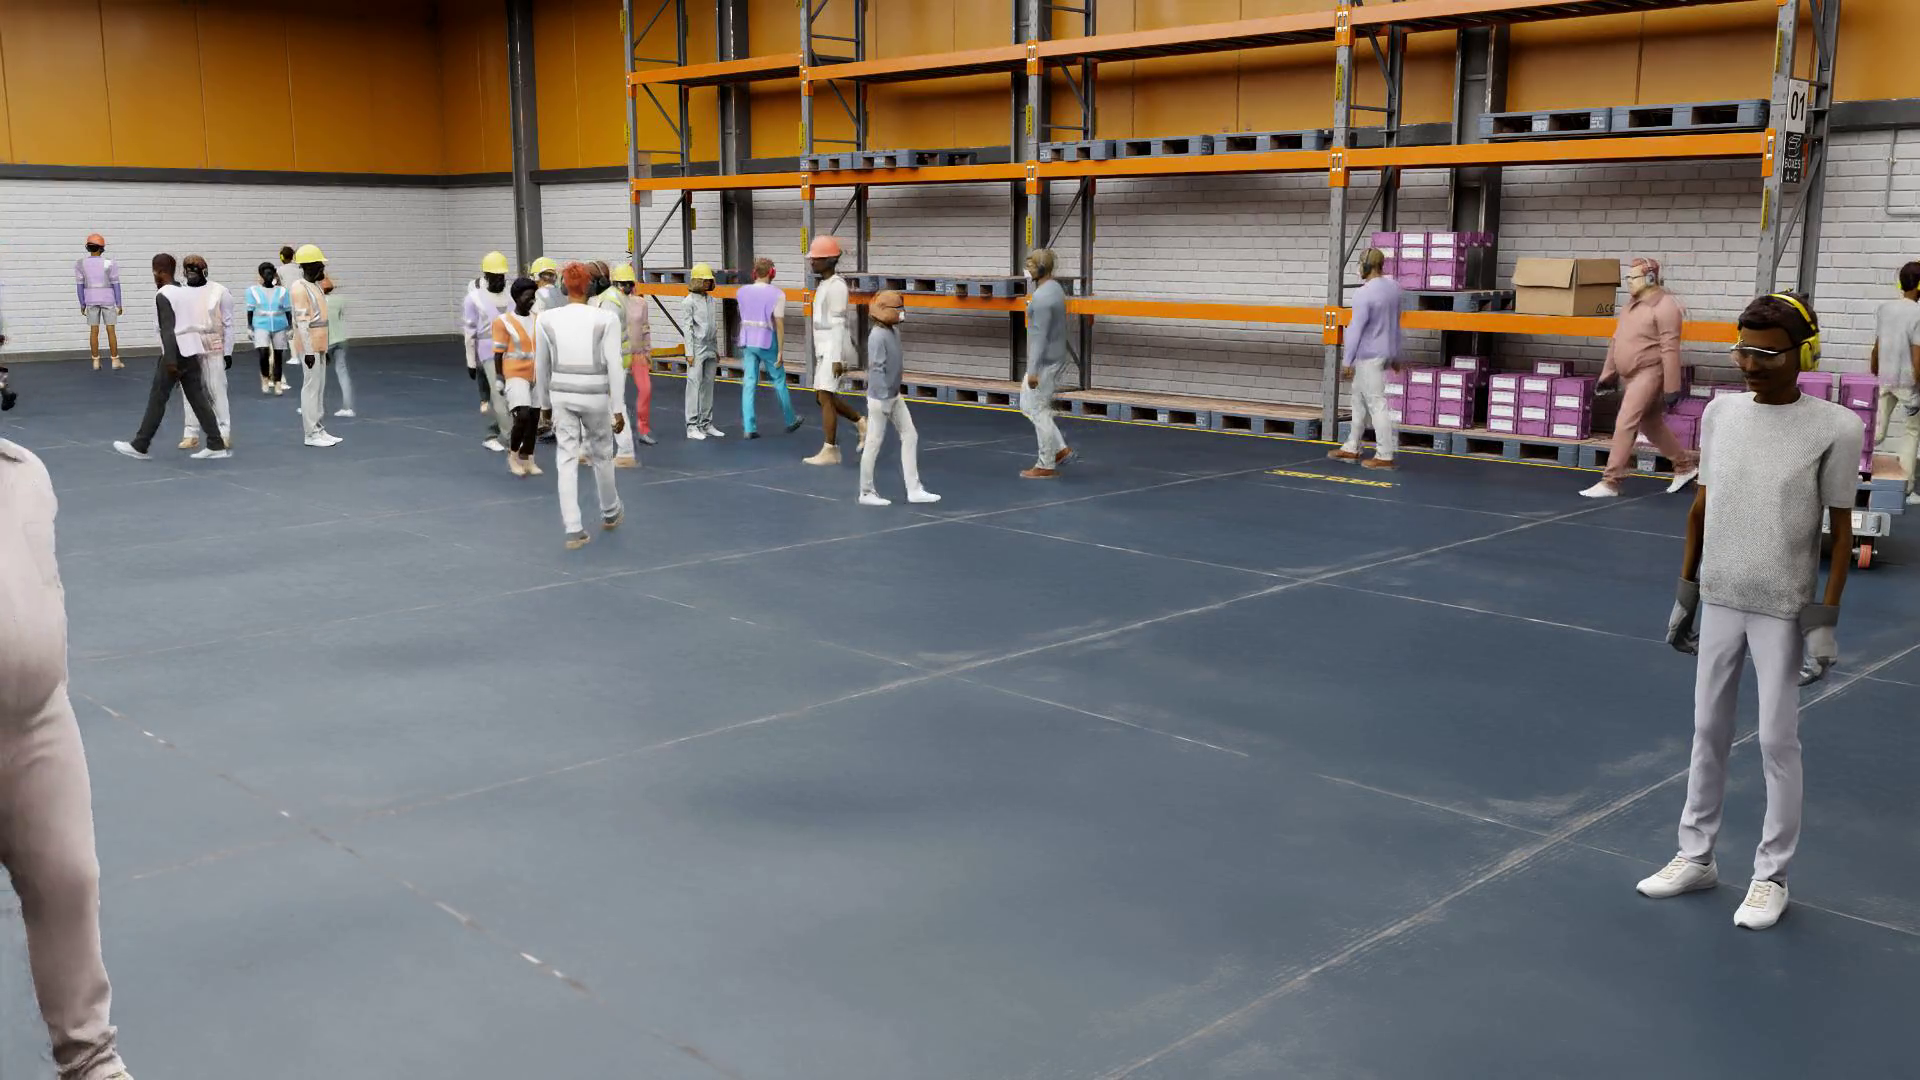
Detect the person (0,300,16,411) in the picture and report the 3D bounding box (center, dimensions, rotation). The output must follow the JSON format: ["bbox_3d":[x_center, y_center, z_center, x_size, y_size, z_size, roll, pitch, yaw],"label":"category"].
[{"bbox_3d":[-10.990,-2.346,18.648,0.526,1.920,0.568,3,11,14],"label":"person"}]

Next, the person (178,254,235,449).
[{"bbox_3d":[-7.211,-1.780,15.793,0.627,1.844,0.429,-1,10,-6],"label":"person"}]

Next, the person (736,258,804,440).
[{"bbox_3d":[-1.935,-1.928,16.746,0.561,1.790,0.956,4,11,19],"label":"person"}]

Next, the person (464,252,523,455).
[{"bbox_3d":[-4.220,-1.701,15.316,0.591,1.859,1.035,-9,14,-42],"label":"person"}]

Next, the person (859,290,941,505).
[{"bbox_3d":[-0.448,-1.042,12.383,0.713,1.606,0.533,3,11,18],"label":"person"}]

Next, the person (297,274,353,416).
[{"bbox_3d":[-7.144,-2.180,18.623,0.762,1.600,0.496,4,11,23],"label":"person"}]

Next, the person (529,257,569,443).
[{"bbox_3d":[-4.046,-1.836,16.197,0.487,1.803,0.611,3,11,17],"label":"person"}]

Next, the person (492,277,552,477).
[{"bbox_3d":[-3.626,-1.352,13.920,0.406,1.676,0.535,9,14,40],"label":"person"}]

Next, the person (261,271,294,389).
[{"bbox_3d":[-9.137,-2.818,22.106,0.757,1.604,0.500,7,12,33],"label":"person"}]

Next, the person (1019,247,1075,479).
[{"bbox_3d":[0.667,-1.452,13.787,0.436,1.920,0.647,2,11,11],"label":"person"}]

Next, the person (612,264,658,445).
[{"bbox_3d":[-3.165,-1.765,15.950,0.563,1.738,0.674,-7,13,-35],"label":"person"}]

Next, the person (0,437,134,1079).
[{"bbox_3d":[-2.260,0.416,3.704,0.854,1.880,0.648,4,11,19],"label":"person"}]

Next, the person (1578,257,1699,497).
[{"bbox_3d":[5.338,-1.250,12.863,0.975,1.867,0.637,-1,10,-4],"label":"person"}]

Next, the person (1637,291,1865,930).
[{"bbox_3d":[2.335,0.207,4.899,0.326,1.865,0.518,-7,13,-35],"label":"person"}]

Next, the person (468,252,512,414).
[{"bbox_3d":[-5.235,-2.287,18.582,0.541,1.830,0.398,-2,11,-11],"label":"person"}]

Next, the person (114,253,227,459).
[{"bbox_3d":[-7.168,-1.650,15.060,0.979,1.851,0.622,0,10,-1],"label":"person"}]

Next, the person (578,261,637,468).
[{"bbox_3d":[-3.160,-1.497,14.366,0.737,1.801,0.687,-4,11,-19],"label":"person"}]

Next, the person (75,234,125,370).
[{"bbox_3d":[-12.991,-3.594,25.137,0.607,2.044,0.379,-2,11,-13],"label":"person"}]

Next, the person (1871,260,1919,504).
[{"bbox_3d":[6.933,-1.157,12.415,0.798,1.842,0.527,-3,11,-18],"label":"person"}]

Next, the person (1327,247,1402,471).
[{"bbox_3d":[3.464,-1.571,14.449,0.846,1.910,0.662,9,14,40],"label":"person"}]

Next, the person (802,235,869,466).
[{"bbox_3d":[-1.065,-1.664,14.688,0.655,2.028,0.614,-4,11,-19],"label":"person"}]

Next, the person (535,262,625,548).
[{"bbox_3d":[-2.501,-0.913,11.066,0.610,1.835,0.955,0,10,1],"label":"person"}]

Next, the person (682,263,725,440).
[{"bbox_3d":[-2.558,-1.880,16.608,0.302,1.743,0.494,6,12,28],"label":"person"}]

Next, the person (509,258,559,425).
[{"bbox_3d":[-4.210,-1.929,16.719,0.749,1.804,0.595,7,12,32],"label":"person"}]

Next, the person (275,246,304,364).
[{"bbox_3d":[-10.563,-3.690,26.197,0.391,1.856,0.533,7,13,34],"label":"person"}]

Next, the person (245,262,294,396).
[{"bbox_3d":[-8.678,-2.651,20.952,0.556,1.680,0.398,-7,12,-32],"label":"person"}]

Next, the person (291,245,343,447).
[{"bbox_3d":[-6.218,-1.867,16.028,0.361,1.930,0.587,-1,10,-7],"label":"person"}]
